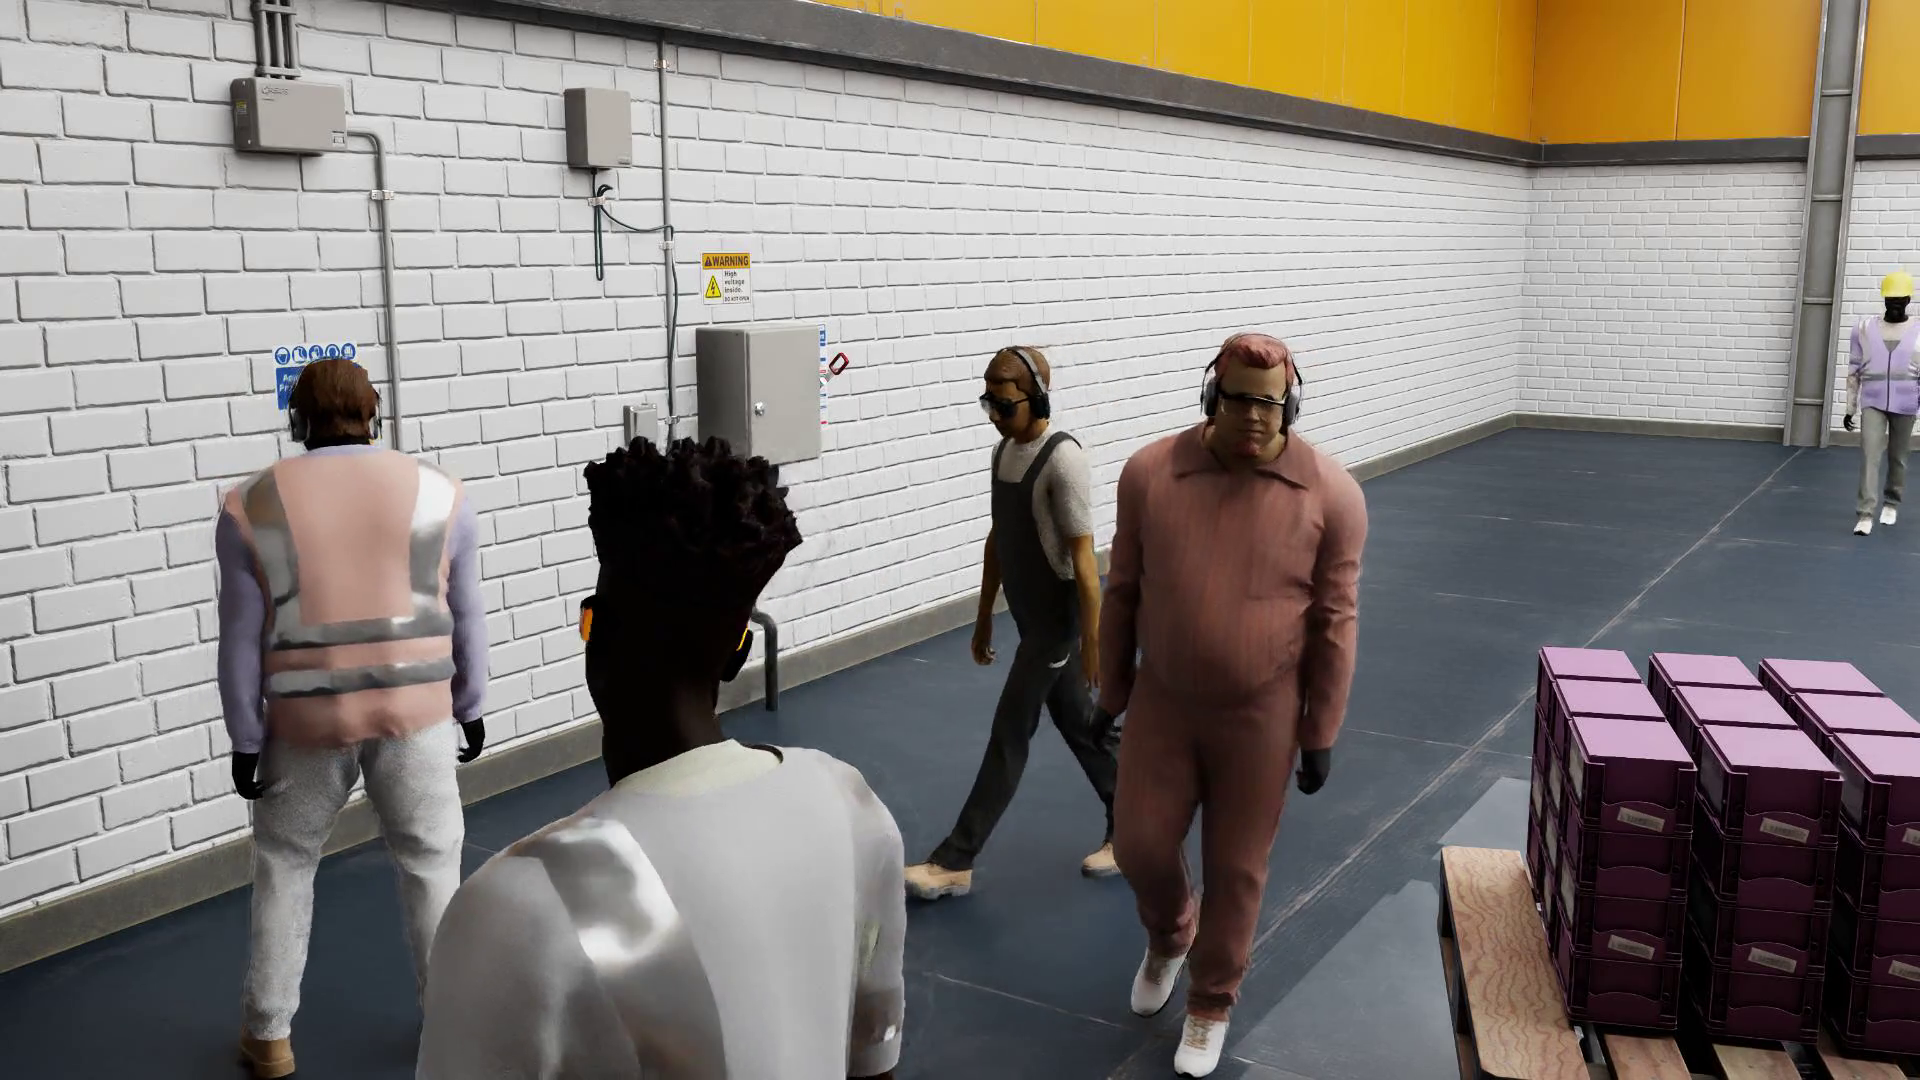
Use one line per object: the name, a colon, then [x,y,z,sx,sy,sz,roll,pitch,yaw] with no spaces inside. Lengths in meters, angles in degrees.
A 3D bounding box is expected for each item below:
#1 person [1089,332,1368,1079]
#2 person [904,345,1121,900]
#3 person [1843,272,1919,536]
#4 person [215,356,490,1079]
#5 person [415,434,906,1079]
person: [0.654,0.420,4.174,0.675,1.883,0.425,4,11,19]
person: [0.256,0.268,5.323,0.968,1.778,0.524,-4,11,-19]
person: [6.748,-0.998,12.063,0.601,1.880,0.973,7,12,34]
person: [-1.515,0.449,4.227,0.651,1.820,0.440,-4,11,-23]
person: [-0.370,0.843,1.782,0.948,1.895,0.602,4,11,20]
